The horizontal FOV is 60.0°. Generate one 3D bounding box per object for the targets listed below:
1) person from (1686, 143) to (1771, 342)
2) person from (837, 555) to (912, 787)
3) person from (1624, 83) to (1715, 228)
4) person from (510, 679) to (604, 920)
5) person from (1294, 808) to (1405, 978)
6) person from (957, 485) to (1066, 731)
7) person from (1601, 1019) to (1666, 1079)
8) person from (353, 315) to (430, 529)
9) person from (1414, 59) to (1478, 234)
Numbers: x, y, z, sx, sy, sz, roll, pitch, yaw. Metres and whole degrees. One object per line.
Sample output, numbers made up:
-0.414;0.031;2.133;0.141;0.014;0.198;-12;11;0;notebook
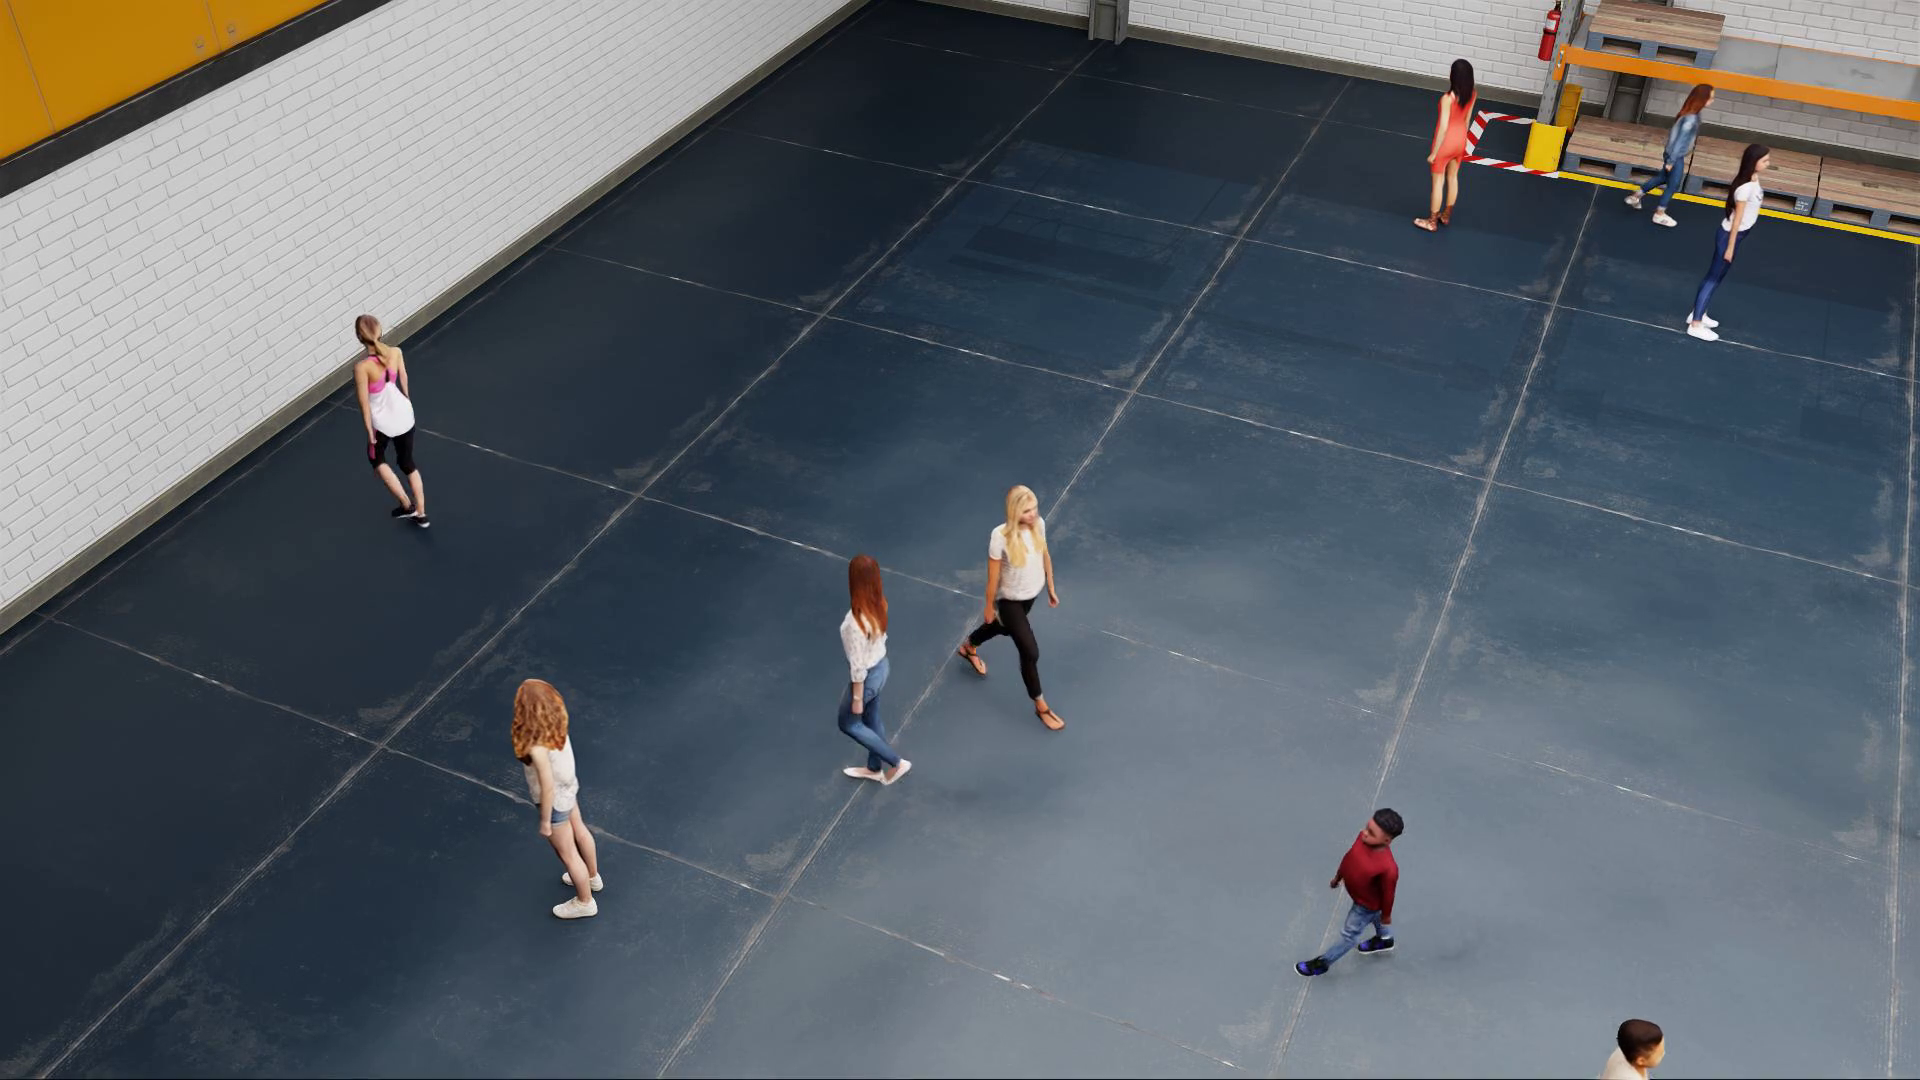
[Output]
6.640;-2.589;14.375;0.521;1.775;0.588;18;42;21;person
-0.481;0.847;10.121;0.728;1.714;0.658;9;40;11;person
6.862;-3.742;16.077;0.740;1.452;0.573;14;41;17;person
-2.244;1.451;9.329;0.629;1.759;0.651;2;39;3;person
2.306;1.921;9.168;0.937;1.226;0.823;-8;39;-10;person
0.285;0.338;10.703;1.261;1.782;0.868;29;47;31;person
3.019;2.779;7.911;0.821;1.453;0.622;10;40;12;person
-4.095;-0.815;12.157;0.666;1.771;0.671;23;44;26;person
4.680;-3.765;15.893;0.672;1.719;0.698;-21;43;-24;person
